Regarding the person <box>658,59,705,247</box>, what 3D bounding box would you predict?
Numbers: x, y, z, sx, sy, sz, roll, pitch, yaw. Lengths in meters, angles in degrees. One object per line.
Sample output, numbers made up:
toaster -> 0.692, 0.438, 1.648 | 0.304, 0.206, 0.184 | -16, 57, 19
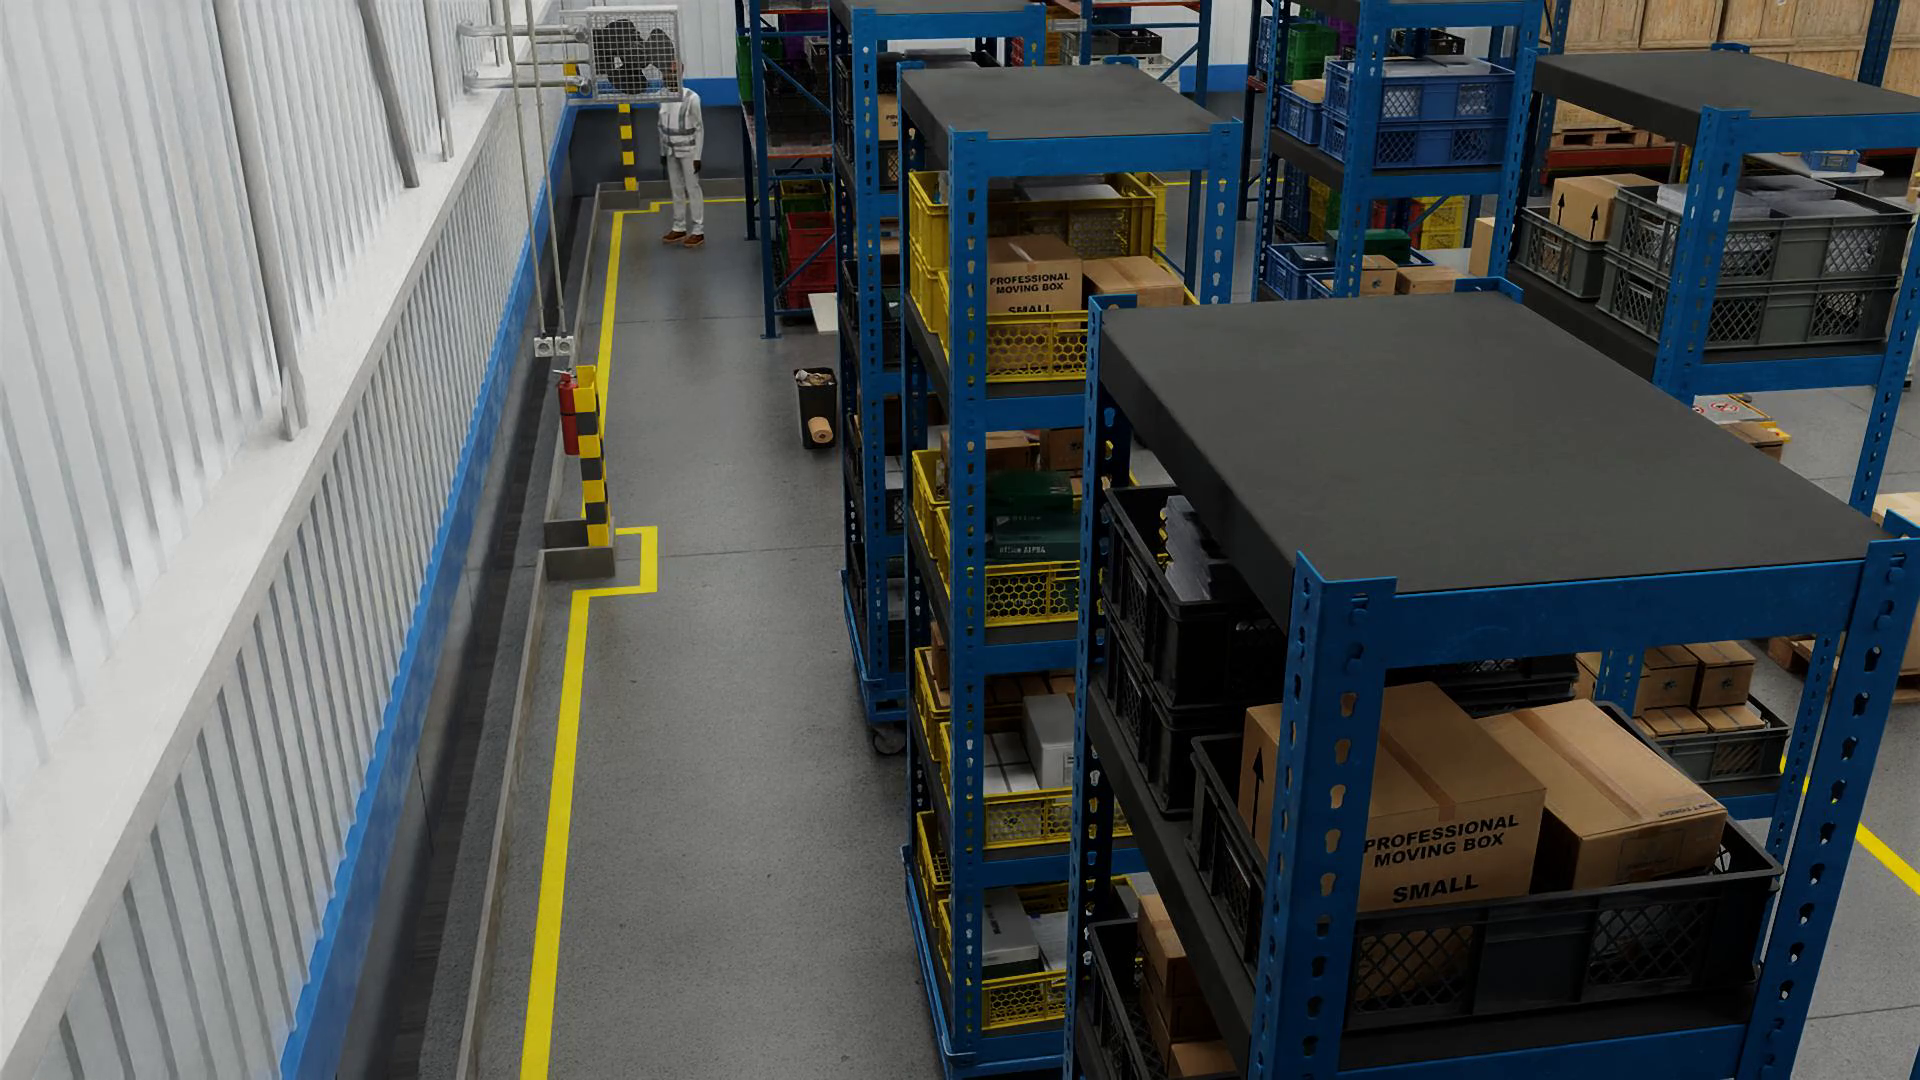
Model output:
person -> -2.834, -3.930, 16.895 | 0.574, 1.882, 0.358 | 18, 30, 34

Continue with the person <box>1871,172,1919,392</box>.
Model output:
person -> 7.418, -2.062, 12.890 | 0.403, 1.835, 0.588 | 10, 27, 21
